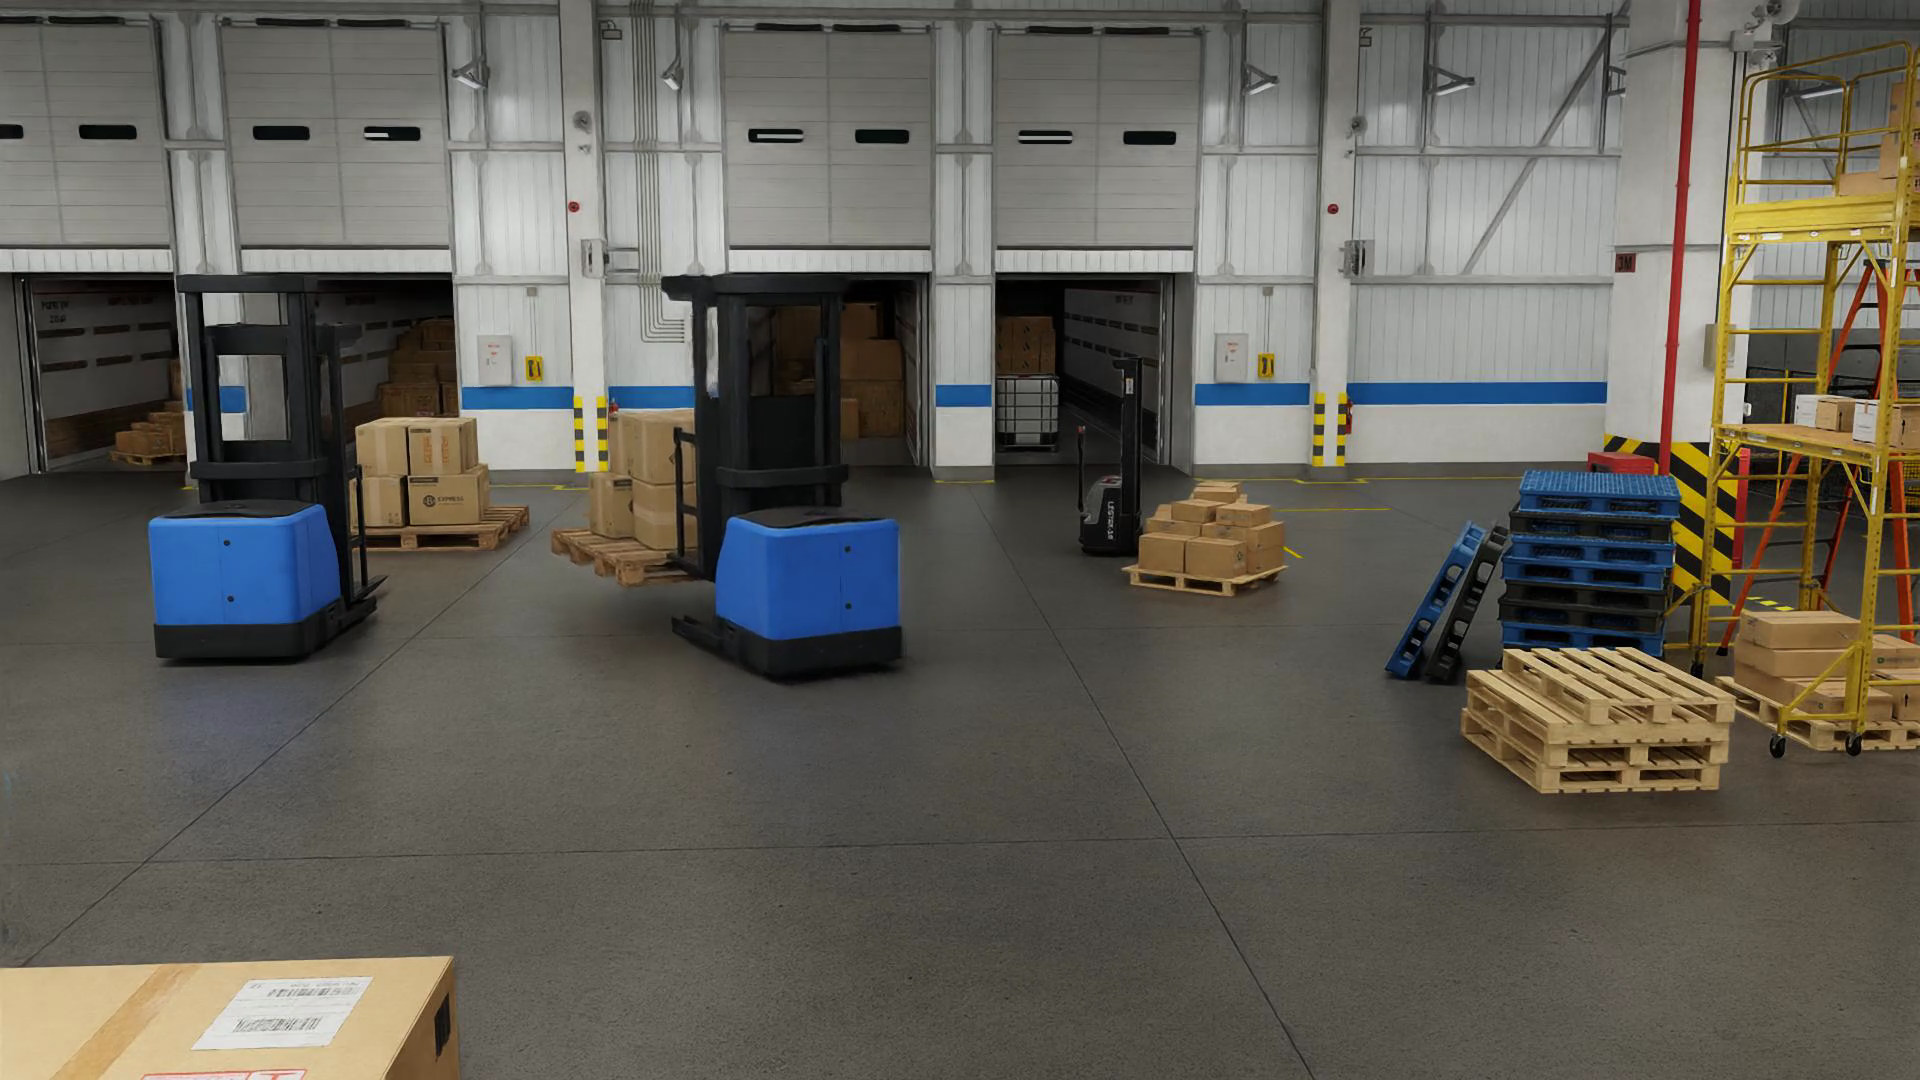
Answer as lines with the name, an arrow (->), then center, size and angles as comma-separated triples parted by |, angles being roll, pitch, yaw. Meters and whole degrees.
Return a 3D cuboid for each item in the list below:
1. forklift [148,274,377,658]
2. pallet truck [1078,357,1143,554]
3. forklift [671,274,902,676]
forklift -> -5.347, -0.626, 12.681 | 1.129, 2.768, 1.873 | -1, 9, -4
pallet truck -> 2.088, -0.836, 16.757 | 1.885, 1.965, 0.823 | 2, 9, 13
forklift -> -1.303, -0.561, 12.268 | 1.129, 2.768, 1.873 | -5, 10, -30
